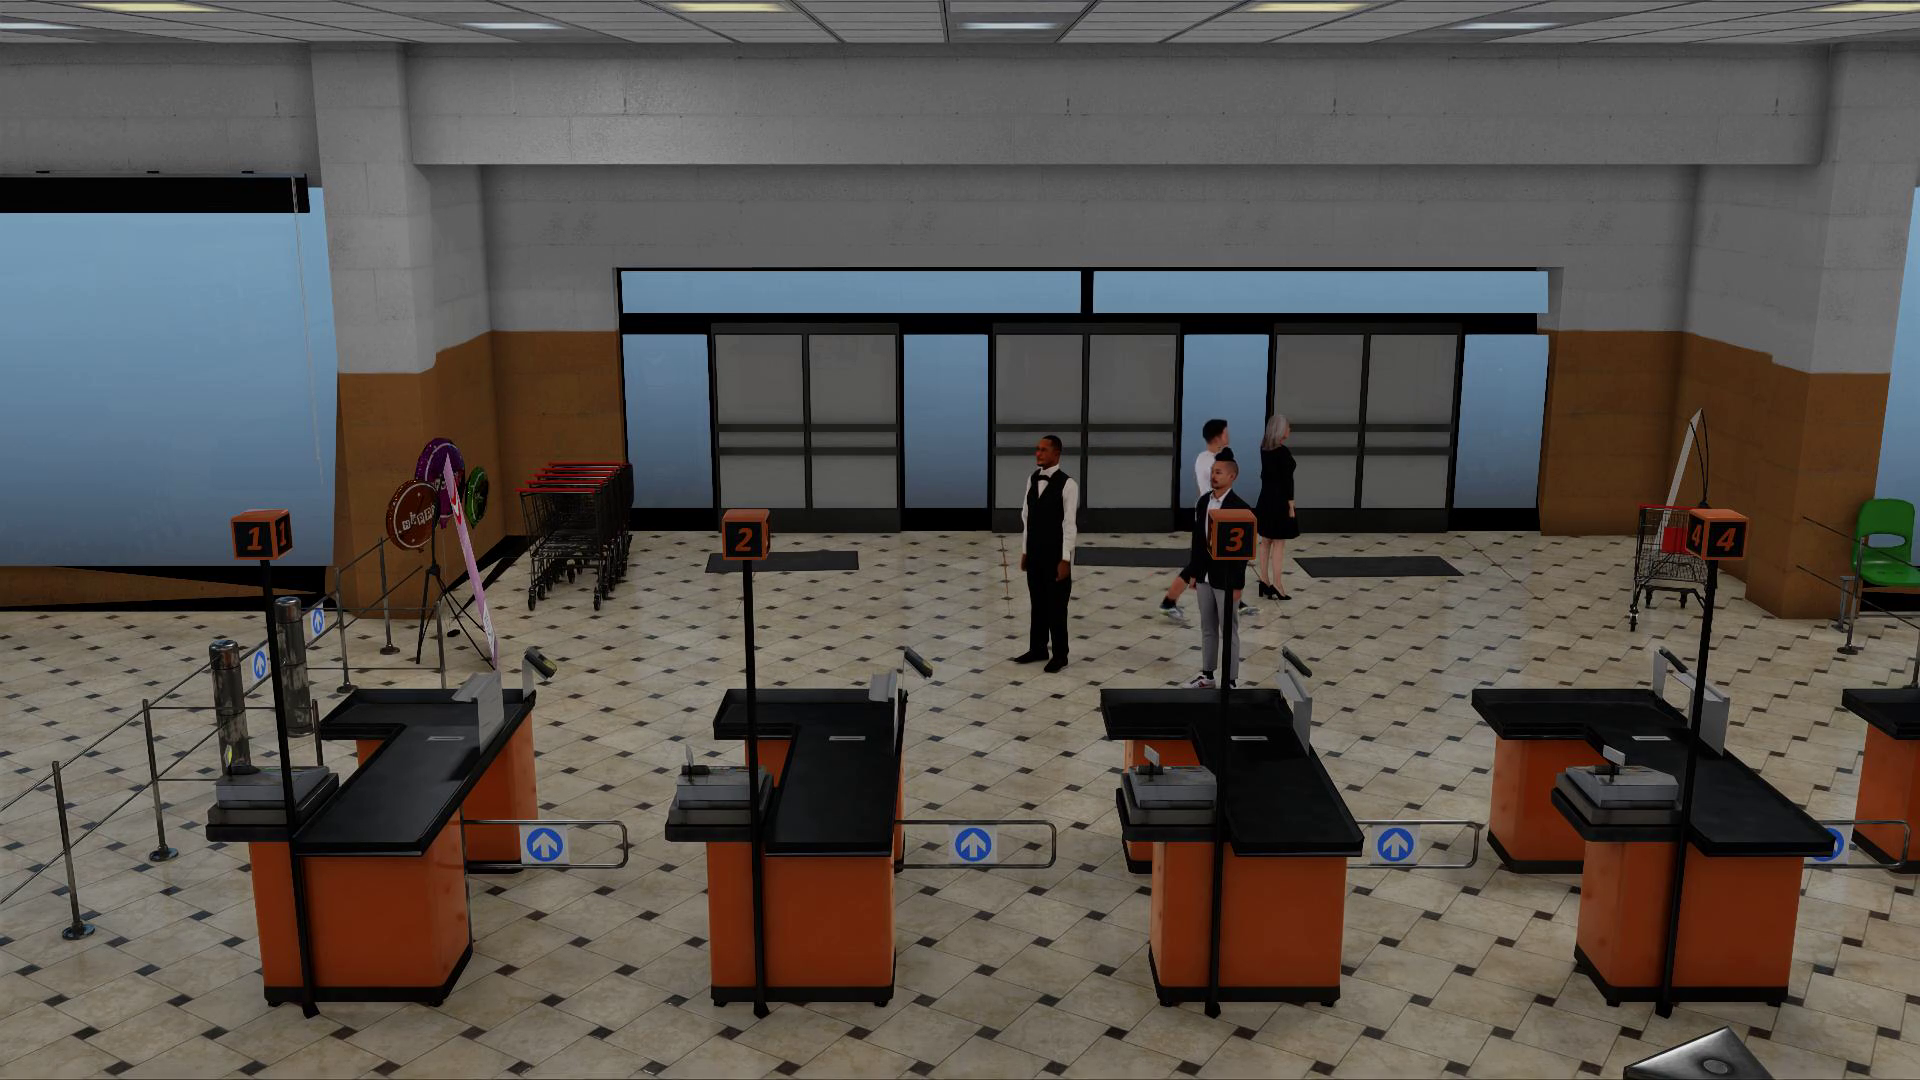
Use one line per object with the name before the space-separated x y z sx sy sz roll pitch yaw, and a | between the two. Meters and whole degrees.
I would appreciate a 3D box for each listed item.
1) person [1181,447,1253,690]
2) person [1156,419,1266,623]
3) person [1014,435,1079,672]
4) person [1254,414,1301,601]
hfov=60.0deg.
person | 2.005 0.247 12.786 0.856 1.950 0.761 -10 17 -36
person | 2.123 -0.130 14.636 0.780 1.811 1.154 -1 14 -3
person | 0.725 0.090 13.500 0.768 1.919 0.824 13 19 43
person | 2.958 -0.313 15.528 0.746 1.747 0.641 -7 15 -25
